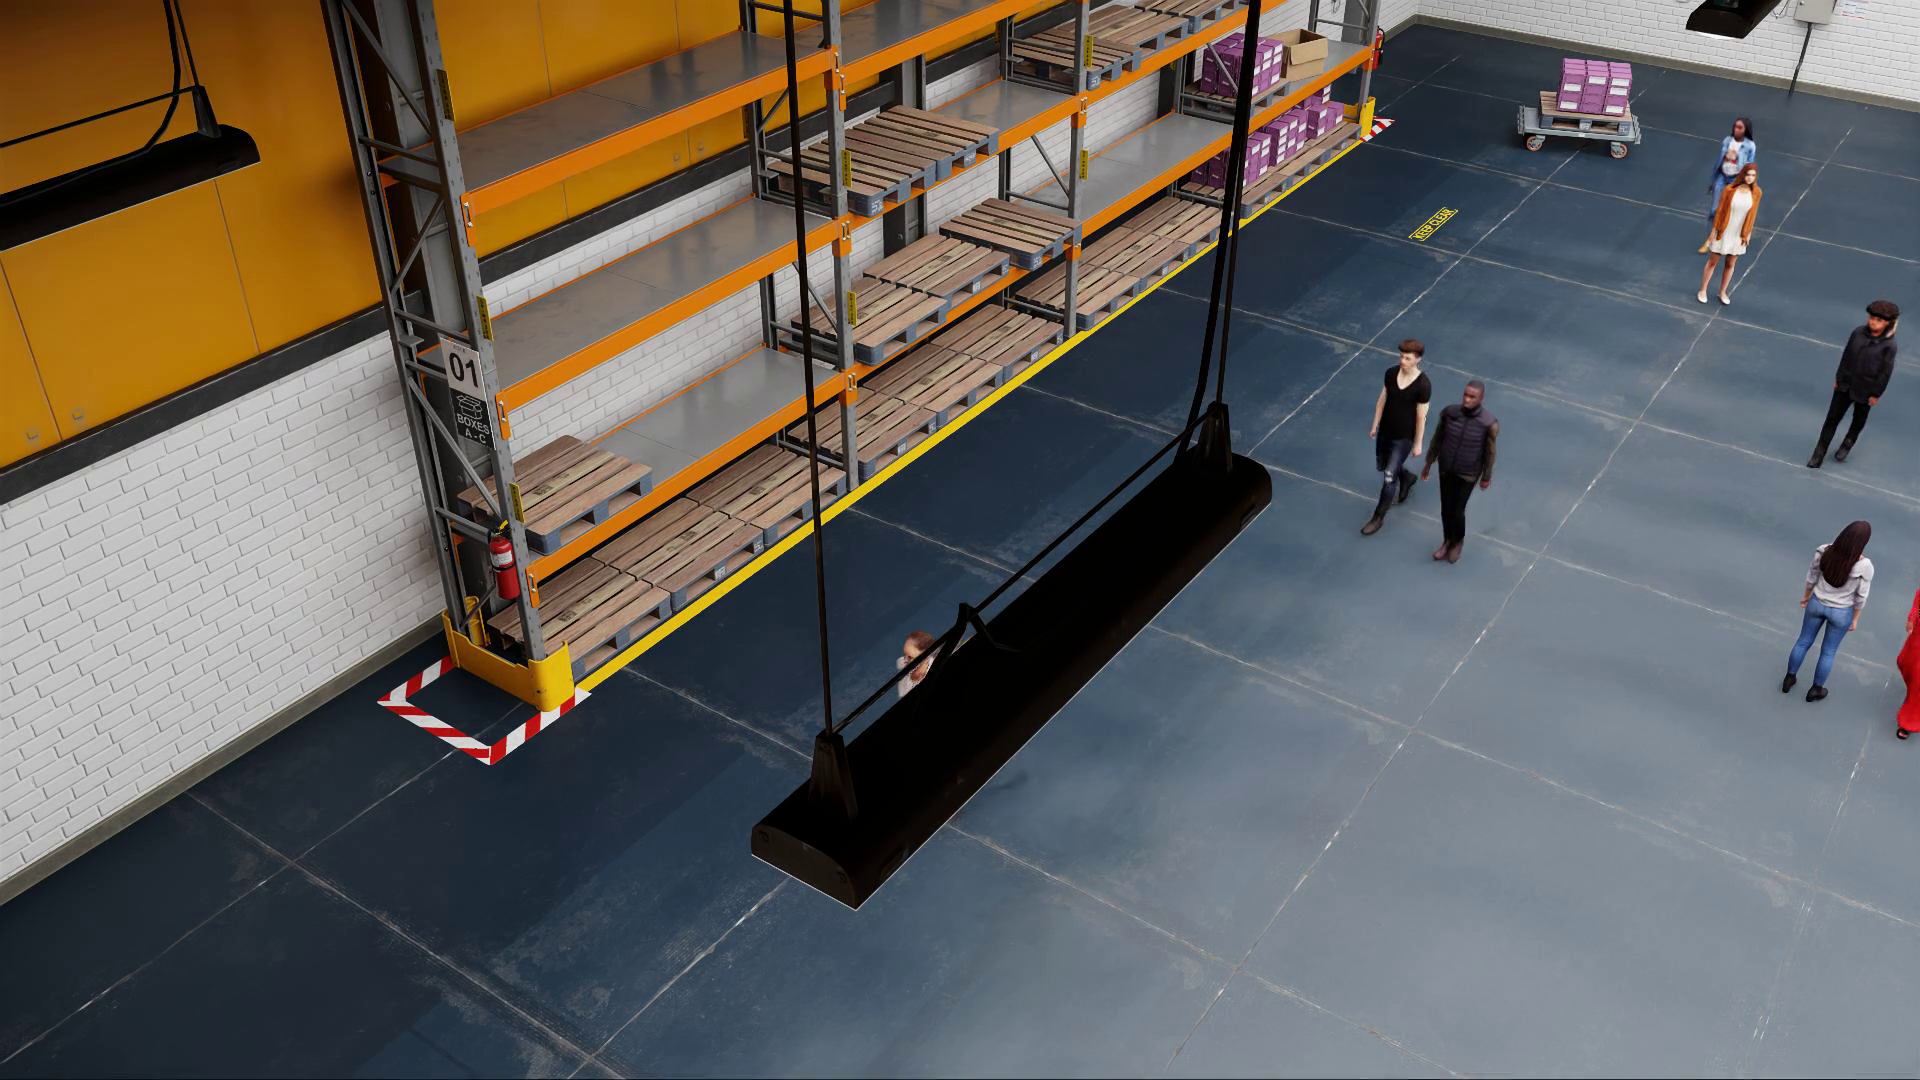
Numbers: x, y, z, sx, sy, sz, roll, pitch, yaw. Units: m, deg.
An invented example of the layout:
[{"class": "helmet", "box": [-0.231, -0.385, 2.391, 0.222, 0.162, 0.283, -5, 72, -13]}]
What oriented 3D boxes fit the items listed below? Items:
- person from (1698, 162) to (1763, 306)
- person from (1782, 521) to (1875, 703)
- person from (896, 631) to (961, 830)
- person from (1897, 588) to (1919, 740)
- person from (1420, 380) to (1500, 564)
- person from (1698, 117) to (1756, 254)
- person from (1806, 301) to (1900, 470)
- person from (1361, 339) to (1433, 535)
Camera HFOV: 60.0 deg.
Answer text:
[{"class": "person", "box": [8.875, -3.553, 19.157, 0.674, 1.717, 0.680, 7, 34, 11]}, {"class": "person", "box": [6.833, 0.548, 13.065, 0.573, 1.632, 0.643, -28, 43, -35]}, {"class": "person", "box": [-0.181, 1.354, 11.682, 1.135, 1.821, 0.891, -22, 39, -30]}, {"class": "person", "box": [7.525, 0.672, 12.758, 0.665, 1.766, 1.019, 24, 41, 32]}, {"class": "person", "box": [4.449, -0.634, 14.671, 0.757, 1.822, 0.705, 29, 43, 36]}, {"class": "person", "box": [9.460, -4.349, 20.373, 0.877, 1.698, 0.747, -24, 40, -31]}, {"class": "person", "box": [8.723, -1.511, 16.076, 1.125, 1.728, 0.766, -29, 43, -36]}, {"class": "person", "box": [4.042, -0.993, 15.165, 1.189, 1.874, 0.899, -23, 40, -31]}]
